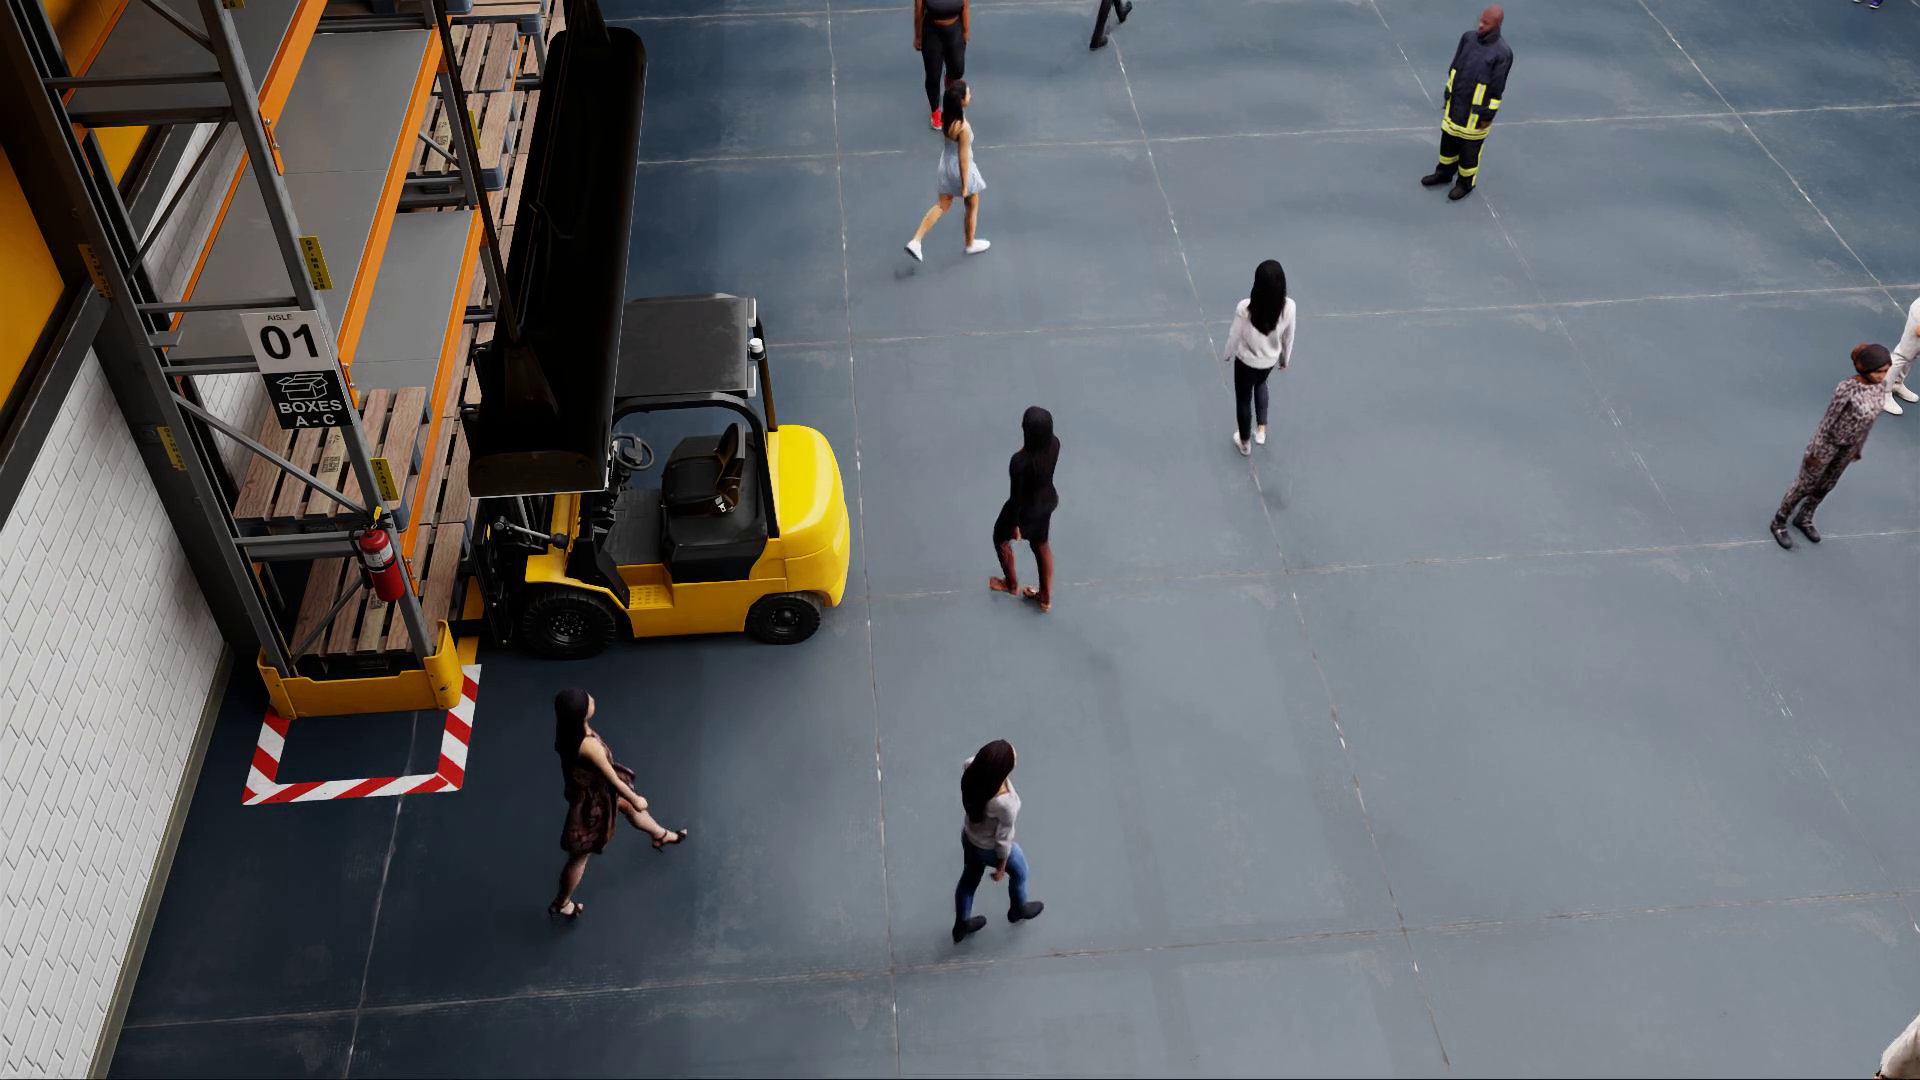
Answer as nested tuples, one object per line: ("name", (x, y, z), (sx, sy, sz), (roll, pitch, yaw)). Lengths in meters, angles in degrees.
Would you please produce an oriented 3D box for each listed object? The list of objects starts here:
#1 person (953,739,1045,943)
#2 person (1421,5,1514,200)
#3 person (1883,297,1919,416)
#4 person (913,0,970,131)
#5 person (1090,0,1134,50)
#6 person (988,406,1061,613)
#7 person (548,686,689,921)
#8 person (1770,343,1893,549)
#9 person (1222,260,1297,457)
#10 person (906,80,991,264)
("person", (0.085, 1.704, 9.167), (0.880, 1.613, 0.848), (-30, 51, -27))
("person", (4.612, -3.972, 14.972), (0.919, 1.824, 0.804), (-26, 49, -25))
("person", (7.452, -1.747, 12.734), (0.685, 1.689, 0.703), (-27, 50, -26))
("person", (-0.183, -4.889, 15.954), (0.718, 1.797, 0.863), (-4, 44, -4))
("person", (1.514, -5.897, 17.041), (1.091, 1.756, 1.193), (26, 50, 25))
("person", (0.536, -0.160, 11.055), (0.873, 1.707, 0.812), (33, 52, 30))
("person", (-2.100, 1.522, 9.283), (1.090, 1.717, 1.188), (-28, 50, -26))
("person", (6.089, -0.662, 11.575), (0.606, 1.716, 0.603), (-12, 45, -12))
("person", (2.208, -1.286, 12.250), (0.651, 1.690, 0.622), (-9, 44, -9))
("person", (-0.115, -3.092, 14.134), (1.000, 1.706, 1.080), (-27, 50, -25))
